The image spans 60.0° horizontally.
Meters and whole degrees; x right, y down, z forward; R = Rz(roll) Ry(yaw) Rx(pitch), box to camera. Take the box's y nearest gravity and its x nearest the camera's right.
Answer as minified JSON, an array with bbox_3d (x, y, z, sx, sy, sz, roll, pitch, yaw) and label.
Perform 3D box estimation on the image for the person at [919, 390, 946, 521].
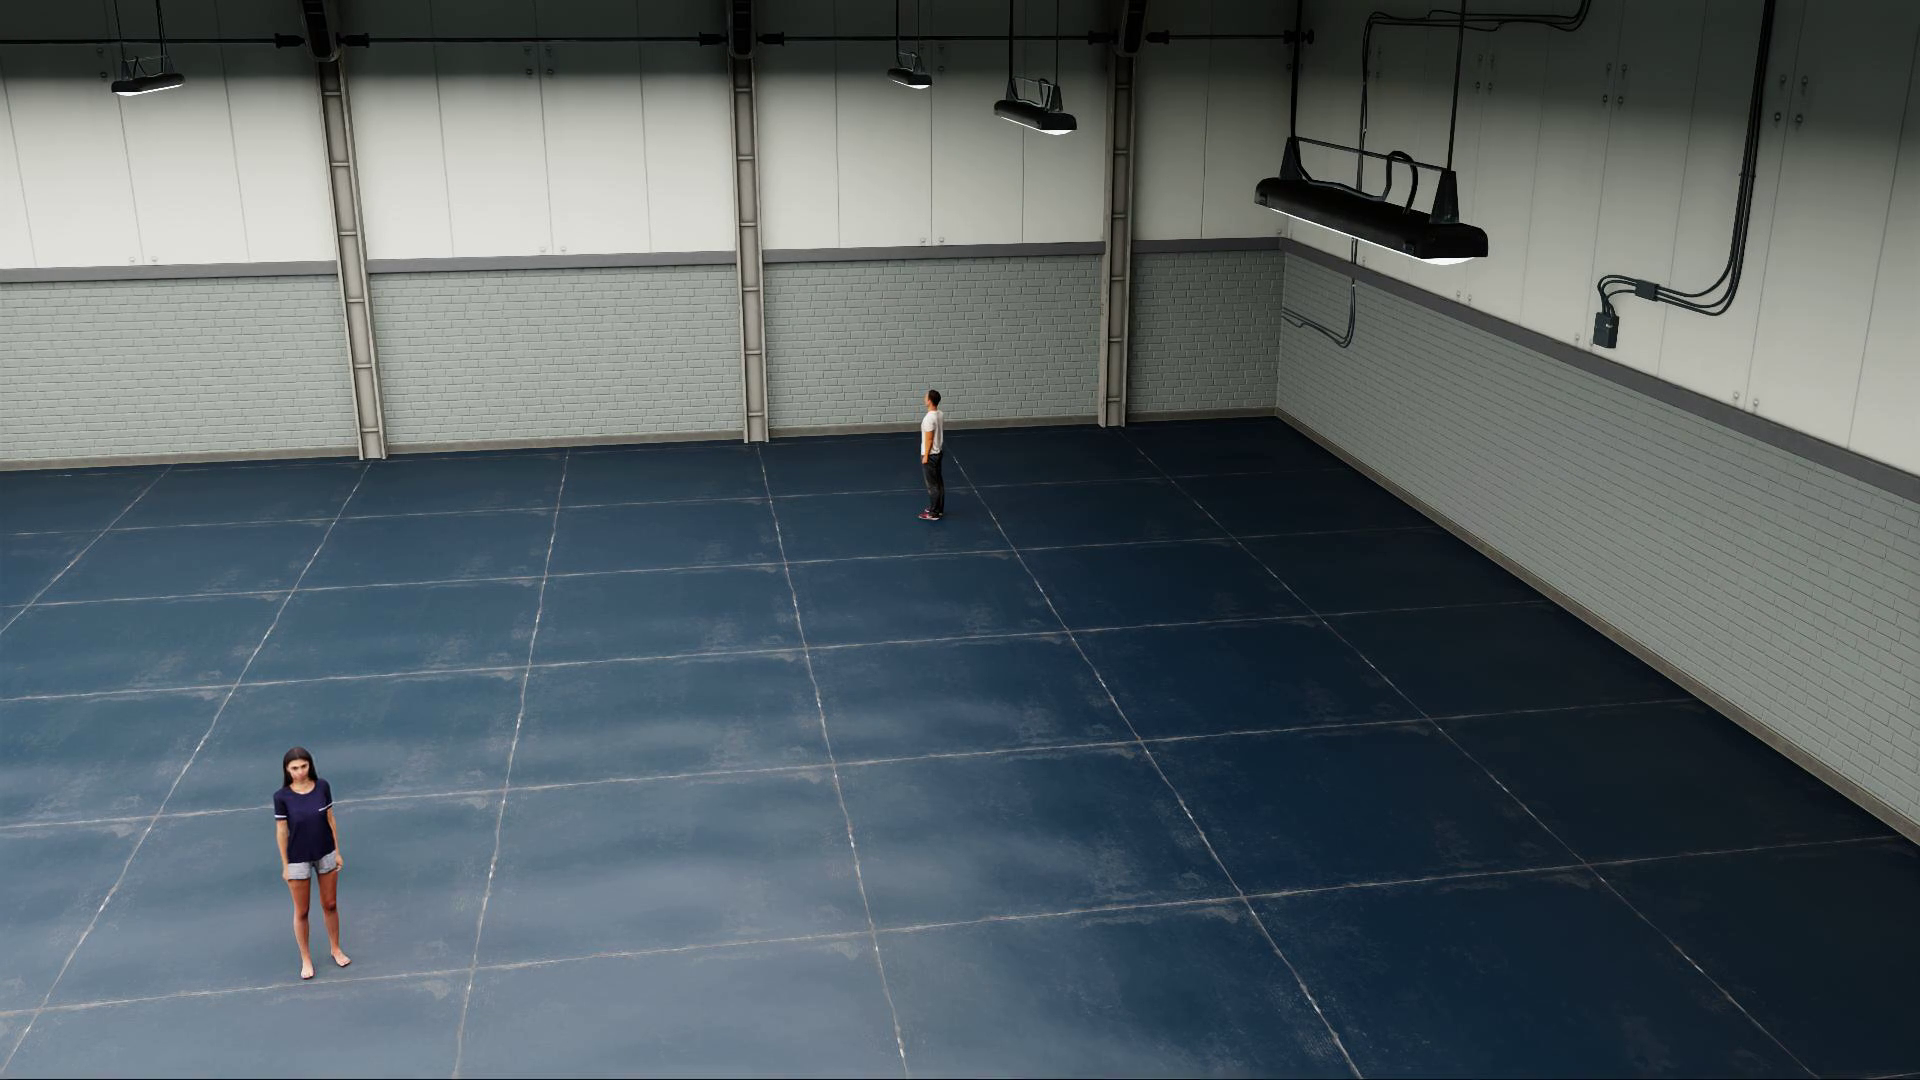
[{"bbox_3d":[-0.367,-1.189,22.936,0.705,1.804,0.711,6,19,18],"label":"person"}]

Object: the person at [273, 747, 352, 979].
[{"bbox_3d":[-4.756,2.331,12.187,0.598,1.766,0.716,-13,22,-35],"label":"person"}]
